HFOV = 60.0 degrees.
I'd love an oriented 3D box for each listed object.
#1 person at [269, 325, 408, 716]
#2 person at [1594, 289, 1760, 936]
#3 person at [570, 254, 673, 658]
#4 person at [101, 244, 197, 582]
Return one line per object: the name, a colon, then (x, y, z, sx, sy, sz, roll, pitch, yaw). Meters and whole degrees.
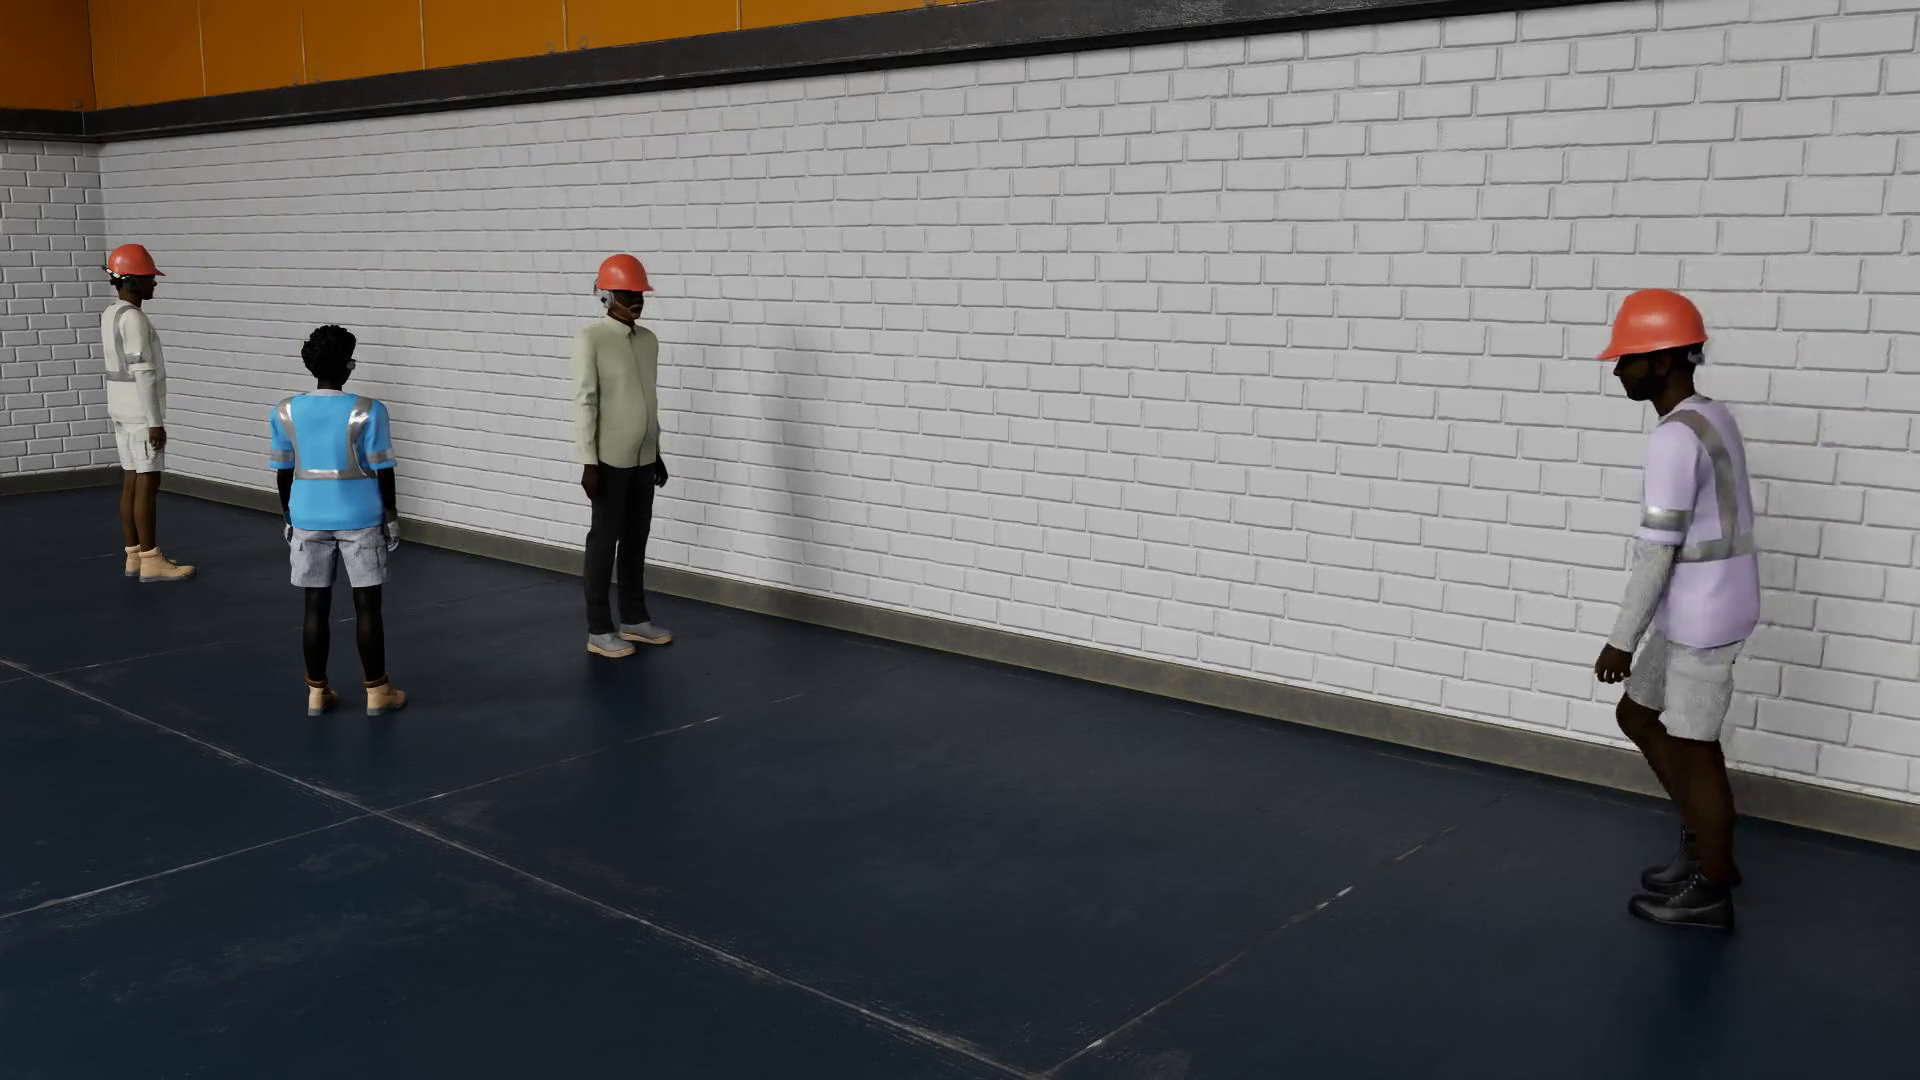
person: (-2.681, -0.075, 7.192, 0.535, 1.694, 0.313, 0, 10, 2)
person: (2.101, 0.231, 4.872, 0.549, 1.902, 0.543, 5, 11, 27)
person: (-1.676, -0.424, 8.327, 0.396, 1.992, 0.622, 5, 11, 27)
person: (-4.980, -0.767, 10.140, 0.371, 2.044, 0.607, -9, 13, -41)
